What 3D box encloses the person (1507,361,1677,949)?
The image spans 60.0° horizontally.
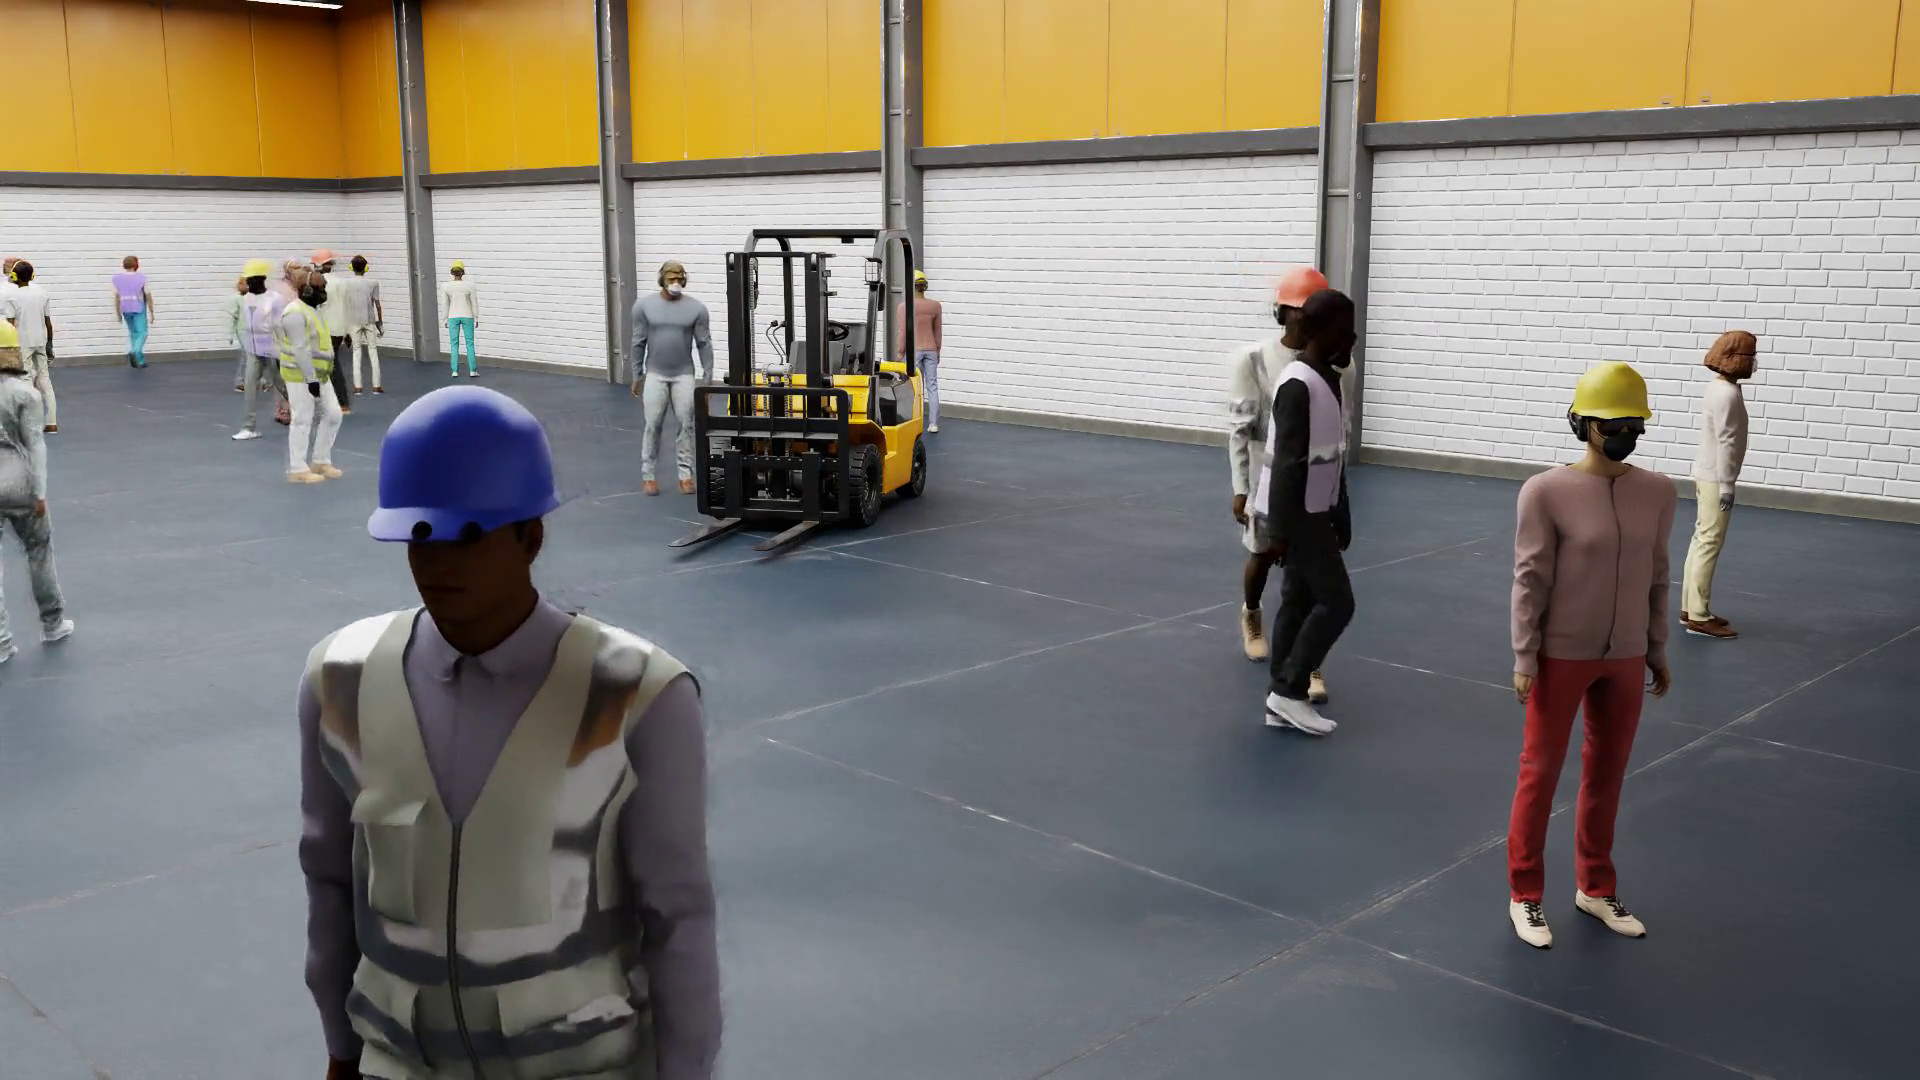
[{"bbox_3d":[1.902,0.347,5.002,0.532,1.768,0.311,-3,11,-14],"label":"person"}]

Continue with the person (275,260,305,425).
[{"bbox_3d":[-7.521,-2.213,18.706,0.475,1.865,0.725,-4,11,-21],"label":"person"}]

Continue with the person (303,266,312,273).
[{"bbox_3d":[-11.280,-3.979,29.031,0.328,1.606,0.648,0,10,-1],"label":"person"}]

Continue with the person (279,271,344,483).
[{"bbox_3d":[-5.581,-1.394,14.360,0.534,1.822,0.665,0,10,1],"label":"person"}]

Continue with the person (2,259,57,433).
[{"bbox_3d":[-9.961,-2.053,17.796,0.328,1.876,0.515,6,12,31],"label":"person"}]

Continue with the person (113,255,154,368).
[{"bbox_3d":[-13.196,-3.626,26.542,0.573,1.820,0.731,-1,10,-3],"label":"person"}]

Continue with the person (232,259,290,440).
[{"bbox_3d":[-7.335,-2.032,17.660,0.600,1.888,0.964,5,11,24],"label":"person"}]

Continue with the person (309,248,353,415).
[{"bbox_3d":[-7.613,-2.472,19.829,0.747,1.970,0.617,2,11,11],"label":"person"}]

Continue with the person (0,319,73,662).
[{"bbox_3d":[-4.878,-0.270,8.527,0.492,1.709,0.778,-2,11,-11],"label":"person"}]

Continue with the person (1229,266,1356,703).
[{"bbox_3d":[1.560,-0.306,7.949,0.606,2.005,1.029,0,10,-1],"label":"person"}]

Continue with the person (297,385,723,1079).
[{"bbox_3d":[-0.652,0.760,2.284,0.638,1.929,0.631,1,10,6],"label":"person"}]

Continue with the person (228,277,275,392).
[{"bbox_3d":[-9.591,-2.782,22.542,0.854,1.580,0.518,4,11,22],"label":"person"}]

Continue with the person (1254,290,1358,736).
[{"bbox_3d":[1.512,-0.102,7.065,0.496,1.901,0.624,5,11,24],"label":"person"}]

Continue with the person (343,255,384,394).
[{"bbox_3d":[-8.038,-2.892,22.381,0.531,1.870,0.316,-4,11,-19],"label":"person"}]

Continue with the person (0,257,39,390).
[{"bbox_3d":[-12.122,-2.718,21.469,0.586,1.860,0.740,0,10,1],"label":"person"}]

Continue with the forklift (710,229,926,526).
[{"bbox_3d":[-1.050,-1.319,12.920,1.214,2.155,2.313,2,11,13],"label":"forklift"}]

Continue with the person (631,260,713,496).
[{"bbox_3d":[-2.371,-1.334,13.727,0.664,1.927,0.424,-3,11,-15],"label":"person"}]

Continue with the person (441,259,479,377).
[{"bbox_3d":[-7.507,-3.324,25.017,0.525,1.770,0.306,-2,11,-10],"label":"person"}]

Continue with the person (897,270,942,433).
[{"bbox_3d":[-0.439,-2.007,17.863,0.523,1.760,0.325,-5,12,-27],"label":"person"}]

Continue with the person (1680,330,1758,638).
[{"bbox_3d":[4.076,-0.305,8.917,0.266,1.631,0.507,3,11,17],"label":"person"}]
